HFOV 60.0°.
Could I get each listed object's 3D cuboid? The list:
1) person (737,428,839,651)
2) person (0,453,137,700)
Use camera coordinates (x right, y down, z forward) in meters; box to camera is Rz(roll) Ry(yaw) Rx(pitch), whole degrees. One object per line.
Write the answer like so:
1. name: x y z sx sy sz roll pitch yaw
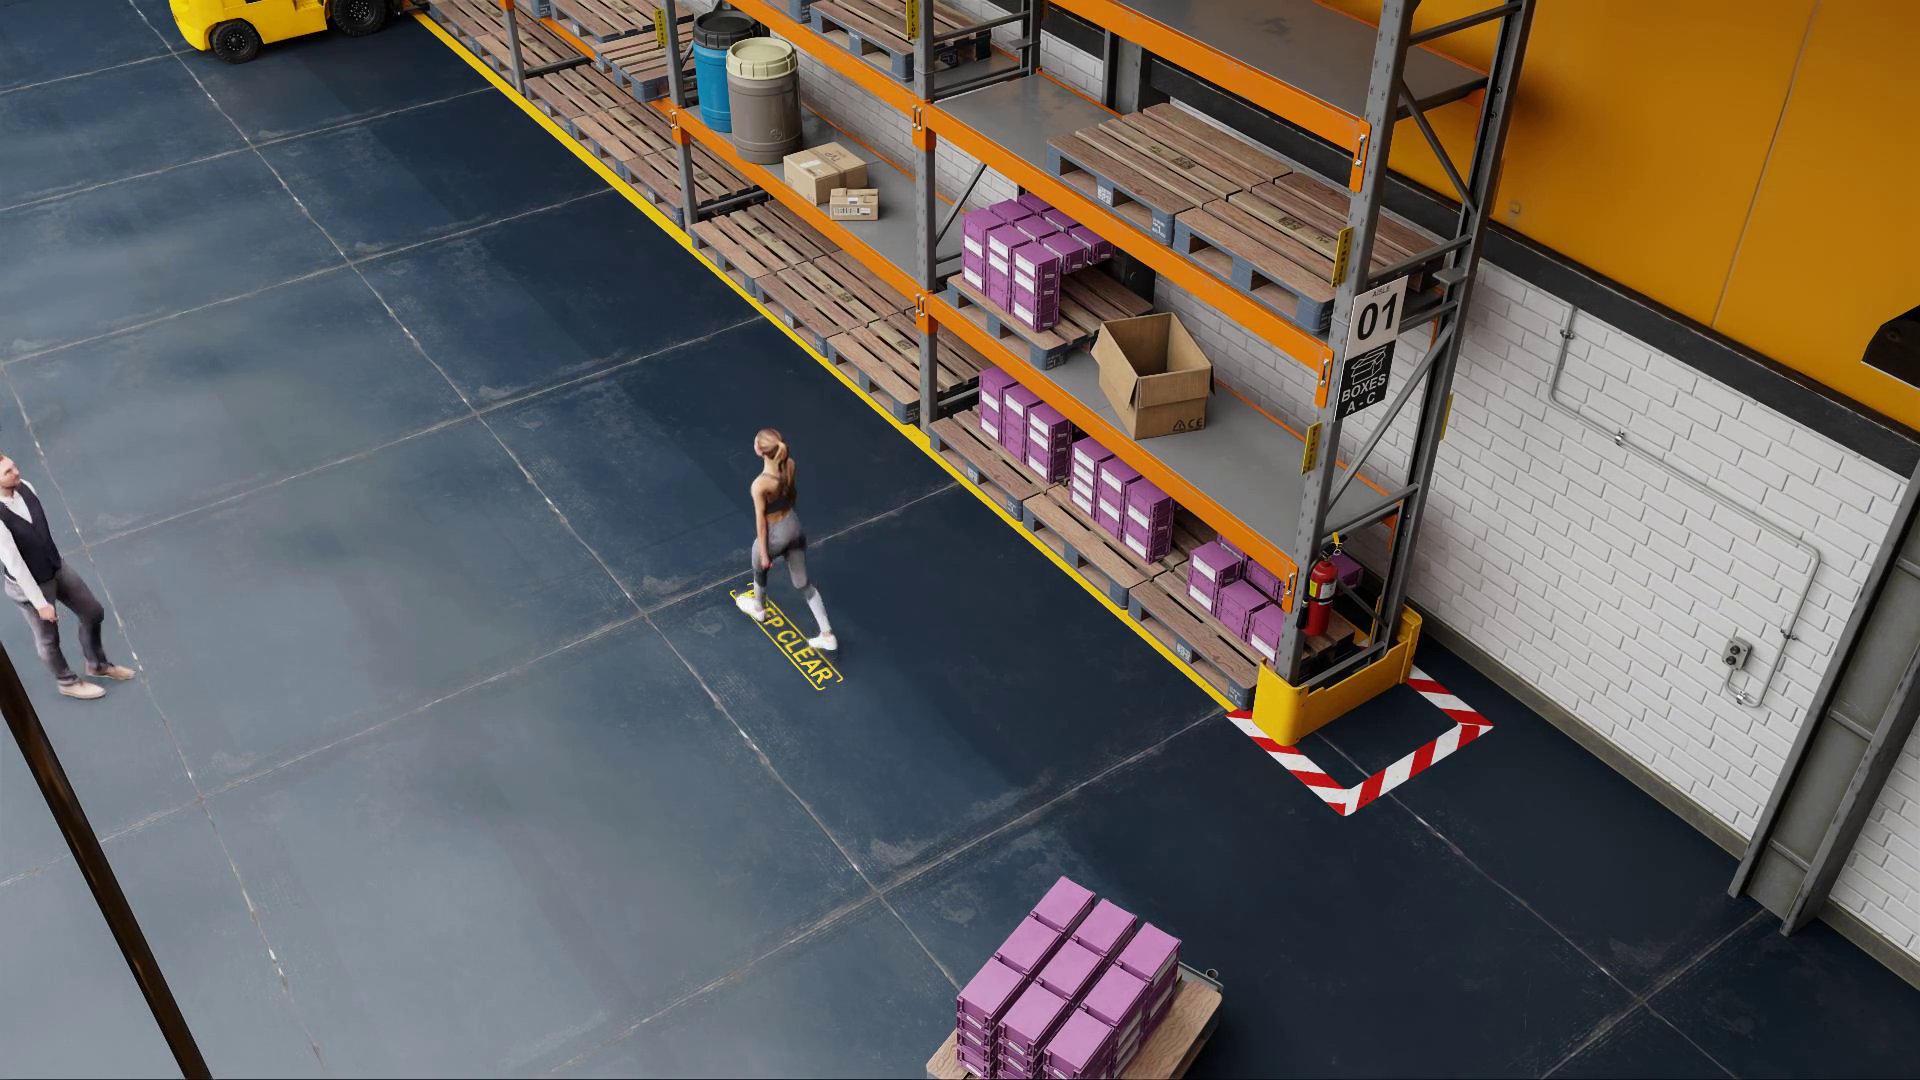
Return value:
1. person: -1.101 0.033 10.799 1.193 1.664 0.798 27 46 30
2. person: -5.818 0.237 10.334 0.866 1.925 0.806 6 39 8
